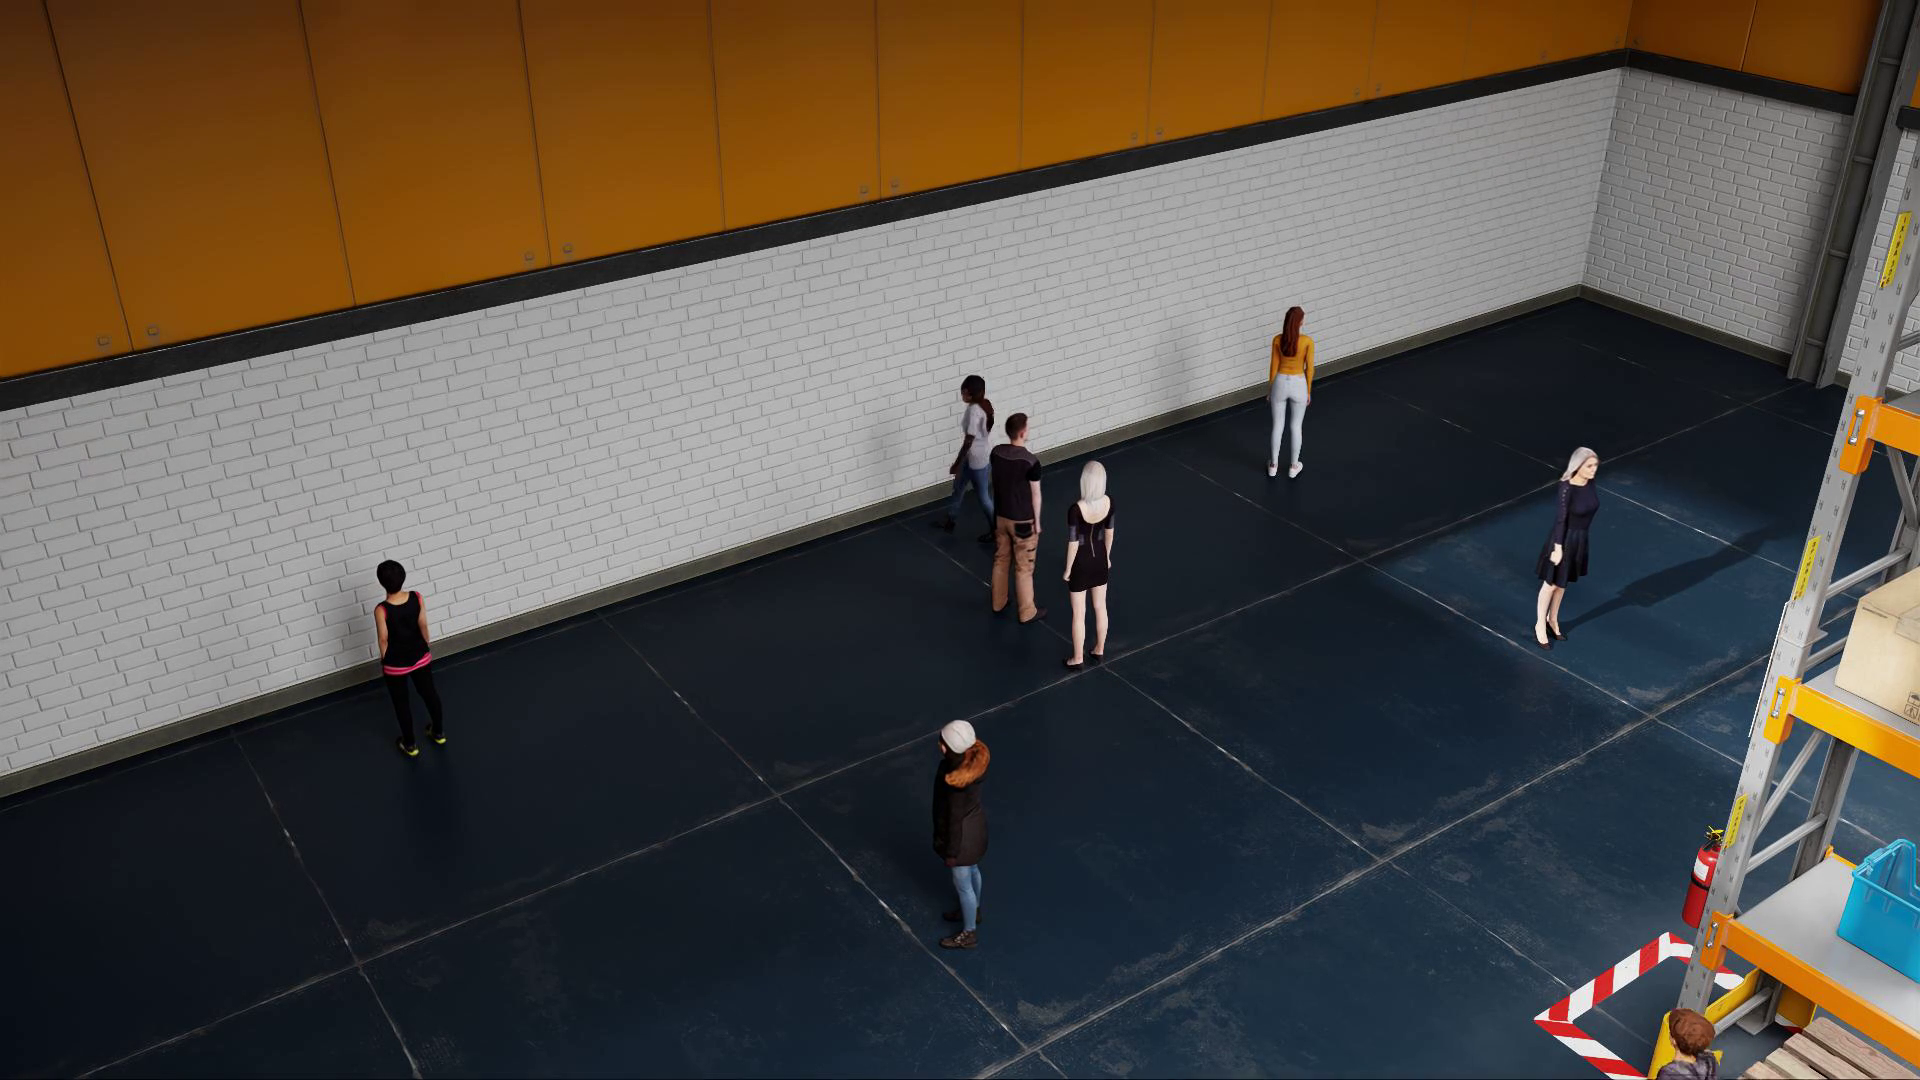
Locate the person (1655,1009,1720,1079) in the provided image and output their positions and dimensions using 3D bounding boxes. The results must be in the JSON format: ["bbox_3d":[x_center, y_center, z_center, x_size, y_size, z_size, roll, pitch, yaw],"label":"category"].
[{"bbox_3d":[3.582,3.006,8.284,0.701,1.420,0.929,-10,30,-17],"label":"person"}]

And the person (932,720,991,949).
[{"bbox_3d":[0.020,1.799,10.273,0.780,1.633,0.713,4,29,7],"label":"person"}]

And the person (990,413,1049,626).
[{"bbox_3d":[0.451,-0.197,13.717,0.601,1.841,0.792,25,37,37],"label":"person"}]

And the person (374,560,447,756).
[{"bbox_3d":[-4.031,0.844,12.111,0.556,1.549,0.571,25,37,38],"label":"person"}]

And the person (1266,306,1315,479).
[{"bbox_3d":[3.180,-1.435,16.080,0.673,1.751,0.747,8,30,14],"label":"person"}]

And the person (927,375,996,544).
[{"bbox_3d":[0.228,-0.678,14.763,1.013,1.683,1.019,1,29,2],"label":"person"}]

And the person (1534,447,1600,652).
[{"bbox_3d":[4.879,0.052,13.358,0.592,1.747,0.557,-19,34,-31],"label":"person"}]

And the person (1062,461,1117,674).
[{"bbox_3d":[1.007,0.202,12.995,0.592,1.830,0.518,-15,32,-26],"label":"person"}]
